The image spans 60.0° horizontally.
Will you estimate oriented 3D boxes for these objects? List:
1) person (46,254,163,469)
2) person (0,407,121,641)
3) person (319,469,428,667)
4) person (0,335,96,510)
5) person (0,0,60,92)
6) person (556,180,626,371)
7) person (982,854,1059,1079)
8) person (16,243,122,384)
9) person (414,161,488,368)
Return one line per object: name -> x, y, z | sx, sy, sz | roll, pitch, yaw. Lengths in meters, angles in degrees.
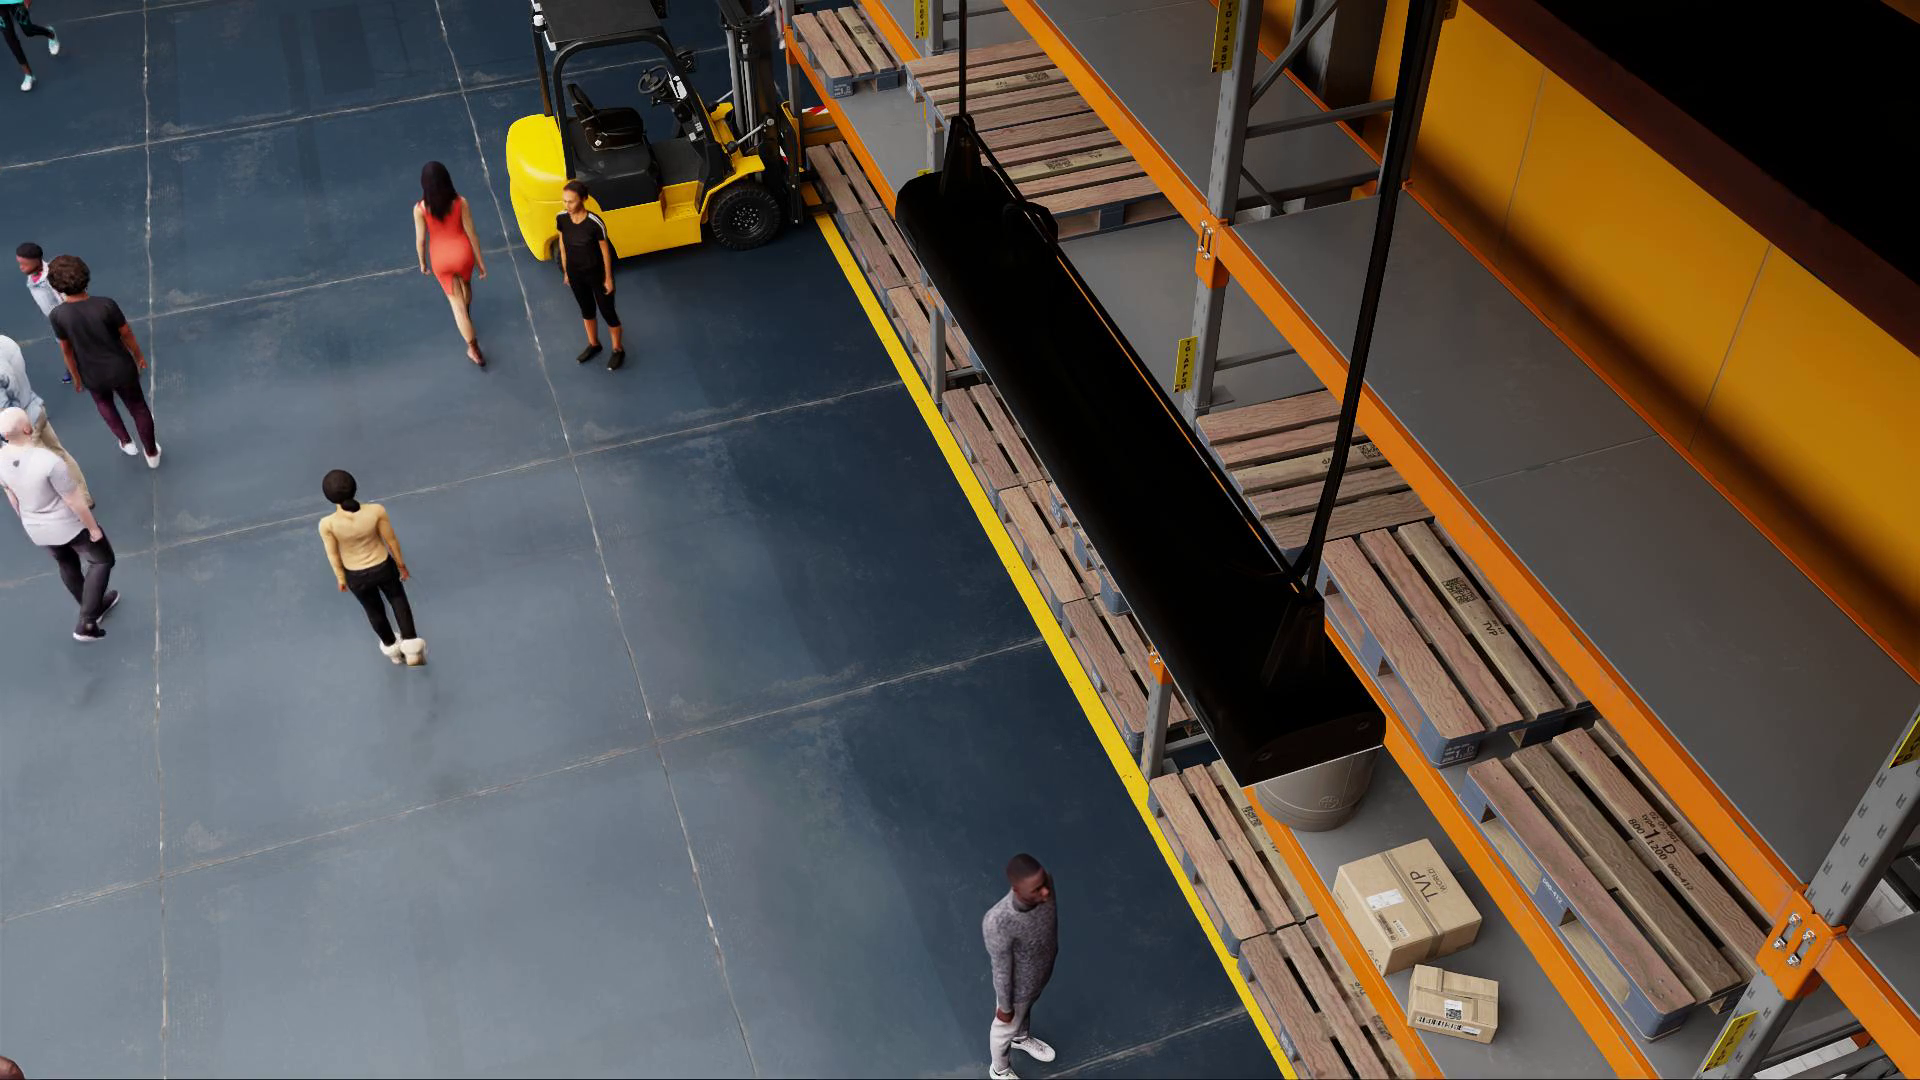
person -> -6.167, -1.217, 12.015 | 0.686, 1.767, 0.673 | -19, 47, -18
person -> -5.866, -0.044, 10.745 | 0.921, 1.819, 1.027 | 3, 44, 3
person -> -3.726, 0.244, 10.566 | 0.630, 1.649, 0.803 | -19, 47, -19
person -> -6.488, -0.823, 11.542 | 0.762, 1.848, 0.582 | -4, 44, -4
person -> -9.371, -5.394, 16.382 | 0.848, 1.789, 1.103 | 1, 44, 1
person -> -2.887, -2.088, 13.000 | 0.647, 1.669, 0.694 | 15, 46, 15
person -> 0.307, 2.169, 8.408 | 0.784, 1.839, 0.754 | 22, 48, 22
person -> -6.999, -1.832, 13.039 | 0.774, 1.243, 0.791 | 26, 49, 24
person -> -3.943, -2.114, 13.030 | 0.699, 1.664, 1.154 | -19, 47, -19
